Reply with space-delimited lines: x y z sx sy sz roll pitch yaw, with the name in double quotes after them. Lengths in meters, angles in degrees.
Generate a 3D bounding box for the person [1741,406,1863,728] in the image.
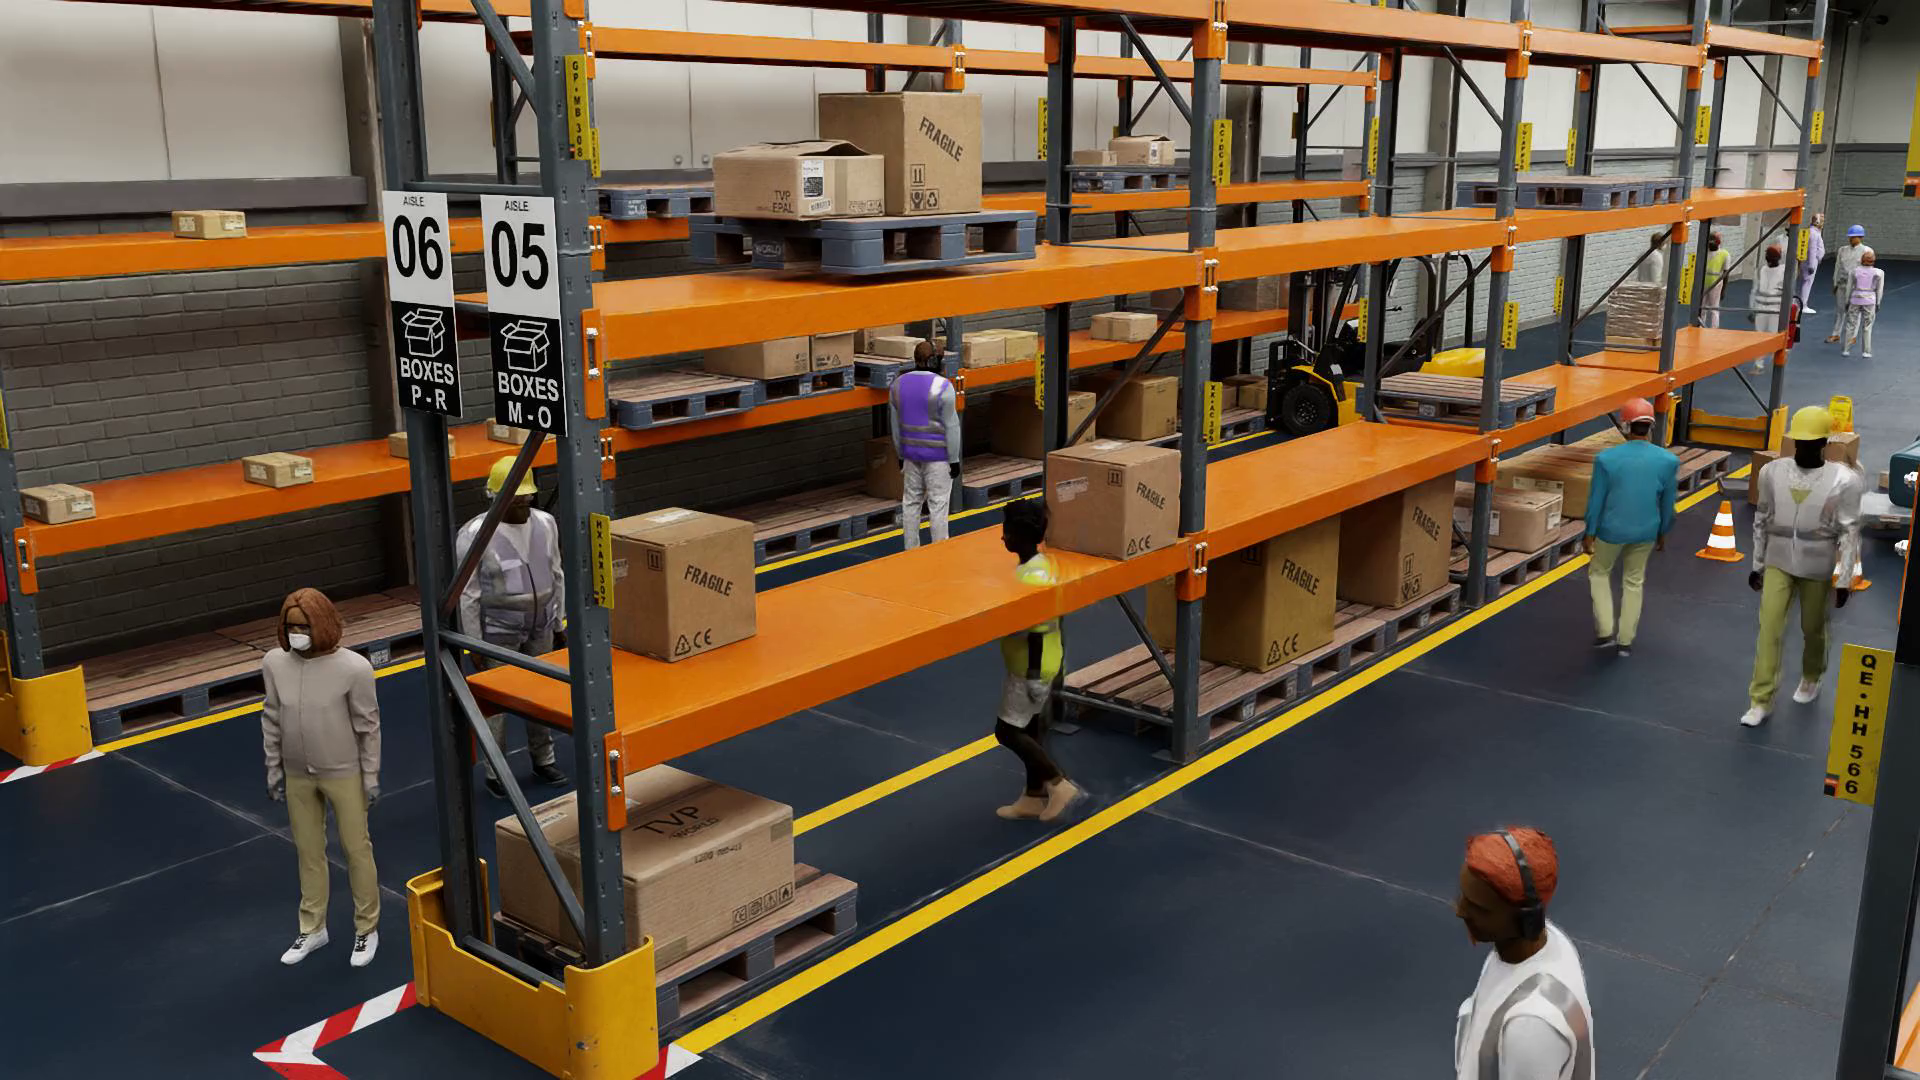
5.012 0.125 9.896 0.597 1.885 0.962 12 18 41 "person"

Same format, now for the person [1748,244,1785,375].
11.599 -3.291 23.815 0.471 1.873 0.622 -11 18 -38 "person"

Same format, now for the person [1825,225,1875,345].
14.604 -4.176 27.260 0.402 1.949 0.605 -9 16 -31 "person"

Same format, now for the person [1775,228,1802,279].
15.463 -5.071 31.120 0.505 1.847 0.349 8 16 29 "person"

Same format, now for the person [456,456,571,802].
-2.312 0.453 8.686 0.404 1.823 0.590 13 19 42 "person"

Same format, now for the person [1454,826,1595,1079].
1.346 1.570 4.036 0.382 1.870 0.637 3 14 12 "person"

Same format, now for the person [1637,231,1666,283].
10.725 -3.835 25.933 0.379 1.929 0.681 1 14 2 "person"

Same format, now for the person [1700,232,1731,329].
12.306 -4.124 27.261 0.373 1.843 0.571 -8 16 -31 "person"

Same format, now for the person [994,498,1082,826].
0.348 0.620 8.285 0.378 1.683 0.532 1 14 6 "person"

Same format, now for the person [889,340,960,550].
-0.247 -0.662 13.189 0.619 1.838 0.430 9 17 33 "person"

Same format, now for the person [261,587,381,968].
-2.643 0.984 6.905 0.498 1.632 0.281 2 14 8 "person"

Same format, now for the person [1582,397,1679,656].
4.421 -0.090 11.049 0.600 1.736 0.431 0 14 1 "person"

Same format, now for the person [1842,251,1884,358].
13.976 -3.641 25.749 0.517 1.631 0.320 10 17 36 "person"

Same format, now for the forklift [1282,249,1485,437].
4.886 -2.214 18.767 2.313 2.155 1.214 11 18 38 "forklift"

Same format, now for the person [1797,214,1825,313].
16.413 -5.326 32.052 0.399 1.900 0.644 5 15 20 "person"
